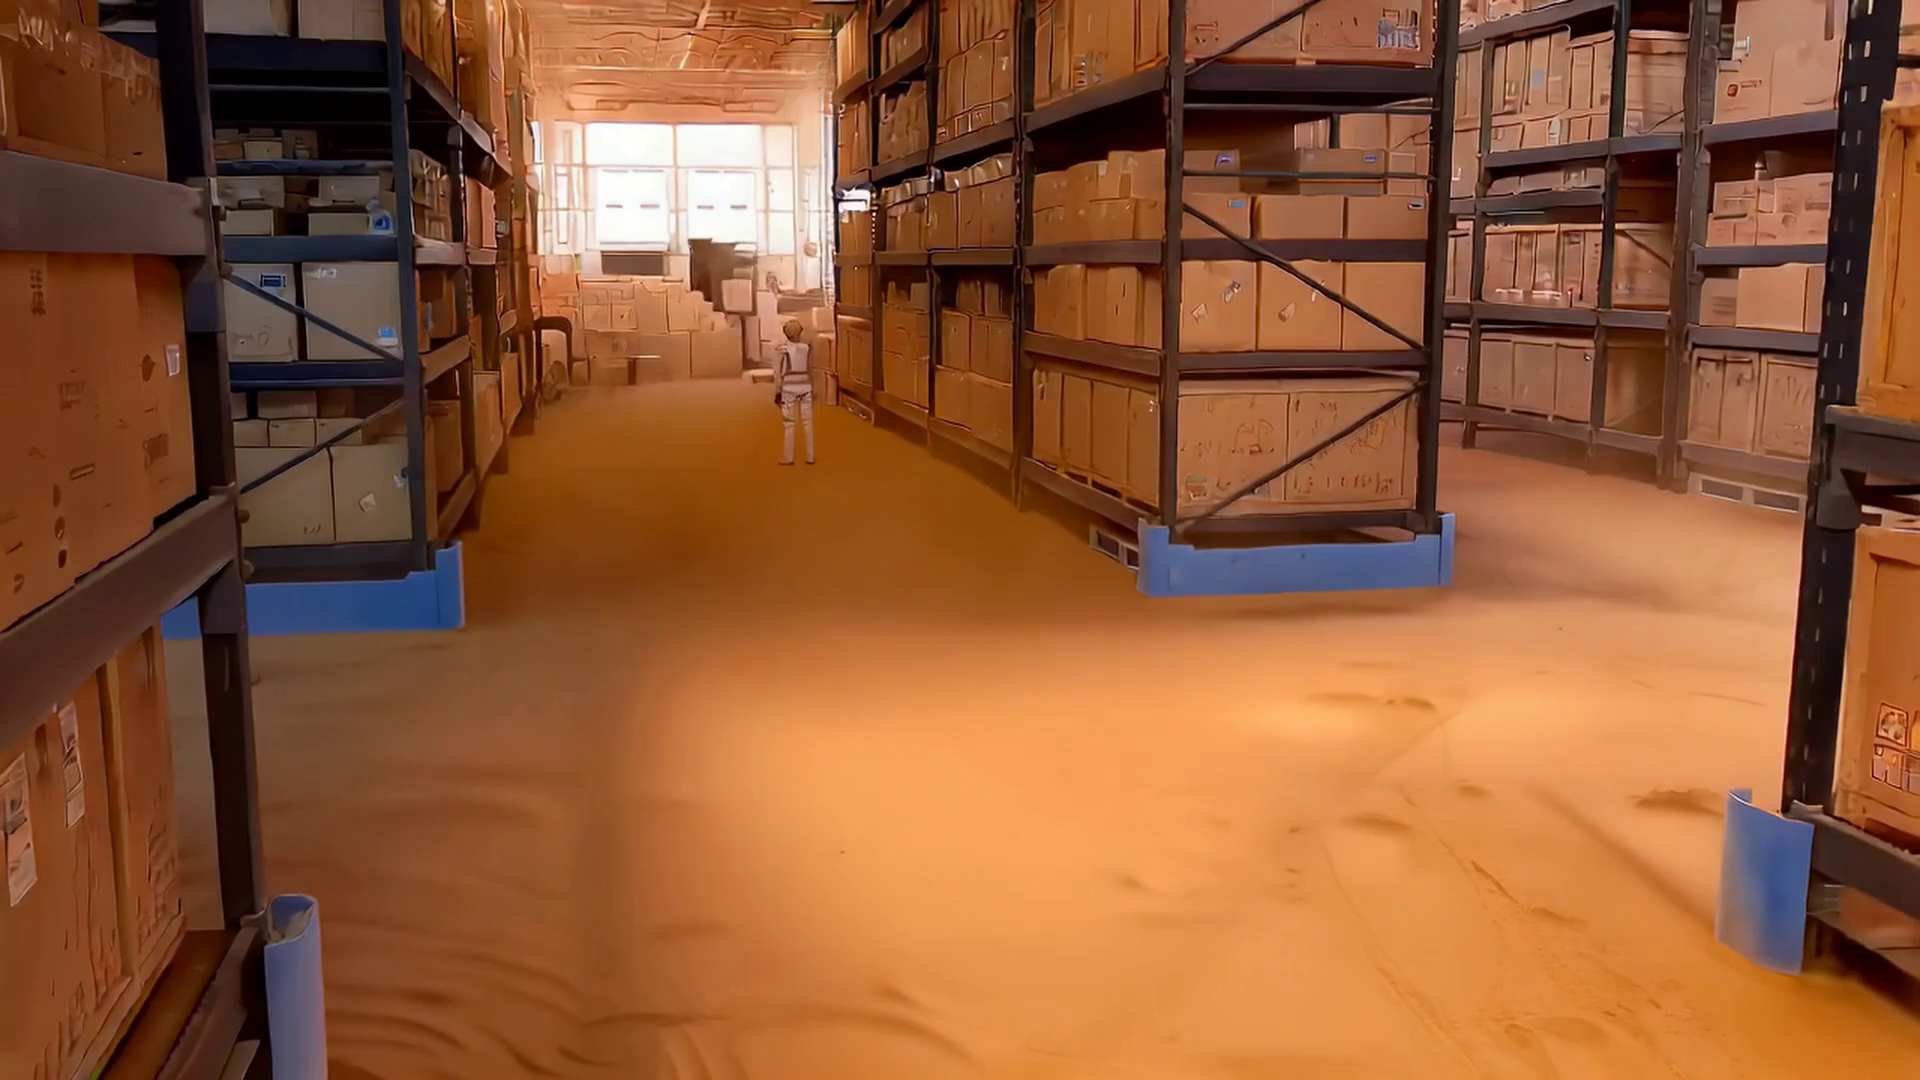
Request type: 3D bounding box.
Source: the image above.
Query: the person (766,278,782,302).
[{"bbox_3d":[-6.654,-8.498,59.794,0.584,1.830,0.979,3,10,17],"label":"person"}]

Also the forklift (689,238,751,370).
[{"bbox_3d":[-5.501,-5.053,35.623,1.873,2.768,1.129,-2,10,-12],"label":"forklift"}]

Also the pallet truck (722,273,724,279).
[{"bbox_3d":[-8.580,-8.986,62.280,1.885,1.965,0.823,1,9,5],"label":"pallet truck"}]

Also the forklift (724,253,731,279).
[{"bbox_3d":[-6.403,-6.321,43.352,1.129,2.768,1.873,-2,10,-12],"label":"forklift"}]

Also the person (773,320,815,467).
[{"bbox_3d":[-1.847,-1.636,18.607,0.511,1.630,0.315,-7,12,-36],"label":"person"}]
